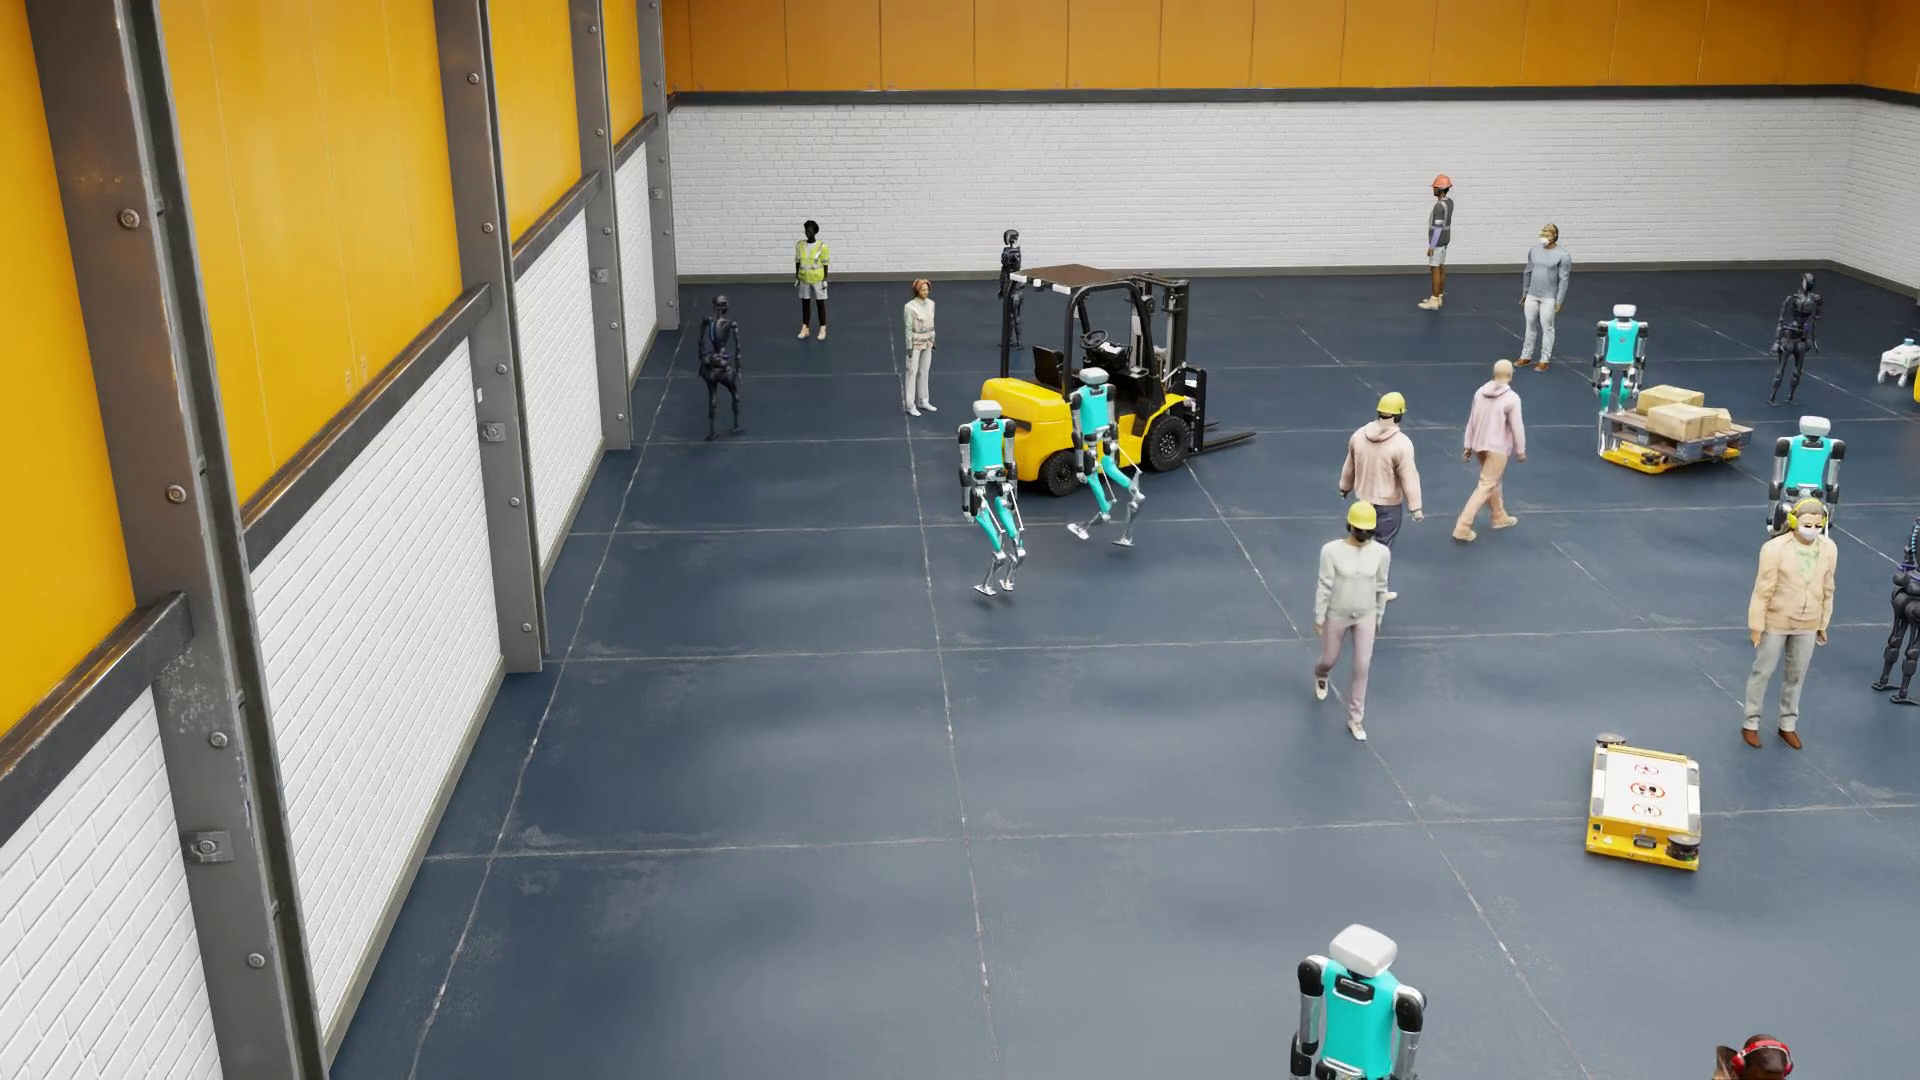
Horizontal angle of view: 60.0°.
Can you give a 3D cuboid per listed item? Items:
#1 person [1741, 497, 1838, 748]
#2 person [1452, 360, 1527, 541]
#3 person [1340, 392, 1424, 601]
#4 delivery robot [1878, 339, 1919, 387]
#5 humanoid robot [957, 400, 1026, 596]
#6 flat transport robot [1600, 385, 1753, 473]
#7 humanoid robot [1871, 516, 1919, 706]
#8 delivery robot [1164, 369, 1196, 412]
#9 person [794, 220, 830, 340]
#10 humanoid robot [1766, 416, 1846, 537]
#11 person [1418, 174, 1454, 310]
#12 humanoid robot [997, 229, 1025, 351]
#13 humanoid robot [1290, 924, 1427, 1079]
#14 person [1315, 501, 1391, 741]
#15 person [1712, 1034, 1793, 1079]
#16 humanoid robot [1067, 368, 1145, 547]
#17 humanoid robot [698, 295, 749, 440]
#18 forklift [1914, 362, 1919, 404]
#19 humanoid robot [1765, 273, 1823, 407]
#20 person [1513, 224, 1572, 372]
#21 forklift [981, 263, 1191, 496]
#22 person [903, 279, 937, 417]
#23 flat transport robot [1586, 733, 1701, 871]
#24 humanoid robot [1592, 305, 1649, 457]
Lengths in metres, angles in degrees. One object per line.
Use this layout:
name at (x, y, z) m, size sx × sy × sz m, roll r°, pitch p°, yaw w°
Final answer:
person at (5.842, 0.577, 11.750) m, size 0.564 × 1.869 × 0.392 m, roll 0°, pitch 20°, yaw 0°
person at (5.071, -0.854, 15.854) m, size 0.910 × 1.742 × 0.513 m, roll -9°, pitch 22°, yaw -24°
person at (3.596, -0.356, 14.301) m, size 0.436 × 1.856 × 0.814 m, roll -17°, pitch 26°, yaw -39°
delivery robot at (12.198, -2.299, 21.462) m, size 0.765 × 0.585 × 0.499 m, roll -15°, pitch 25°, yaw -35°
humanoid robot at (0.326, -0.315, 14.161) m, size 0.533 × 1.677 × 0.735 m, roll -8°, pitch 22°, yaw -22°
flat transport robot at (7.856, -0.997, 18.344) m, size 1.431 × 0.231 × 0.659 m, roll -10°, pitch 23°, yaw -26°
humanoid robot at (7.200, 0.399, 12.476) m, size 0.315 × 1.657 × 0.599 m, roll 0°, pitch 20°, yaw 0°
delivery robot at (2.479, -1.755, 19.980) m, size 0.765 × 0.585 × 0.499 m, roll 6°, pitch 21°, yaw 15°
person at (-2.103, -3.690, 23.602) m, size 0.533 × 1.699 × 0.318 m, roll 7°, pitch 21°, yaw 17°
humanoid robot at (6.972, -0.091, 13.743) m, size 0.539 × 1.796 × 0.688 m, roll 5°, pitch 21°, yaw 13°
person at (7.306, -4.563, 25.489) m, size 0.375 × 2.045 × 0.604 m, roll 12°, pitch 23°, yaw 29°
humanoid robot at (0.717, -3.465, 23.004) m, size 0.314 × 1.657 × 0.599 m, roll -8°, pitch 22°, yaw -20°
humanoid robot at (1.483, 2.525, 6.760) m, size 0.540 × 1.876 × 0.729 m, roll 14°, pitch 24°, yaw 34°
person at (2.821, 0.518, 12.064) m, size 0.530 × 1.742 × 0.705 m, roll 0°, pitch 20°, yaw 1°
person at (3.005, 2.607, 6.522) m, size 0.458 × 1.645 × 0.322 m, roll -2°, pitch 20°, yaw -6°
humanoid robot at (1.387, -0.688, 15.411) m, size 0.544 × 1.748 × 1.020 m, roll -15°, pitch 25°, yaw -35°
humanoid robot at (-2.728, -1.994, 19.029) m, size 0.613 × 1.644 × 0.561 m, roll 10°, pitch 22°, yaw 25°
forklift at (12.602, -2.435, 19.475) m, size 2.313 × 2.155 × 1.214 m, roll -1°, pitch 20°, yaw -4°
humanoid robot at (10.160, -2.435, 20.220) m, size 0.611 × 1.652 × 0.313 m, roll -3°, pitch 20°, yaw -9°
person at (7.679, -3.196, 21.916) m, size 0.373 × 1.940 × 0.627 m, roll -16°, pitch 26°, yaw -37°
forklift at (1.315, -1.764, 17.646) m, size 2.313 × 2.155 × 1.214 m, roll -14°, pitch 24°, yaw -33°
person at (-0.479, -2.322, 19.958) m, size 0.310 × 1.641 × 0.512 m, roll 16°, pitch 25°, yaw 37°
flat transport robot at (4.512, 1.709, 10.970) m, size 0.659 × 0.231 × 1.431 m, roll 8°, pitch 22°, yaw 20°
humanoid robot at (7.198, -1.753, 18.274) m, size 0.550 × 1.789 × 0.733 m, roll 6°, pitch 21°, yaw 16°
